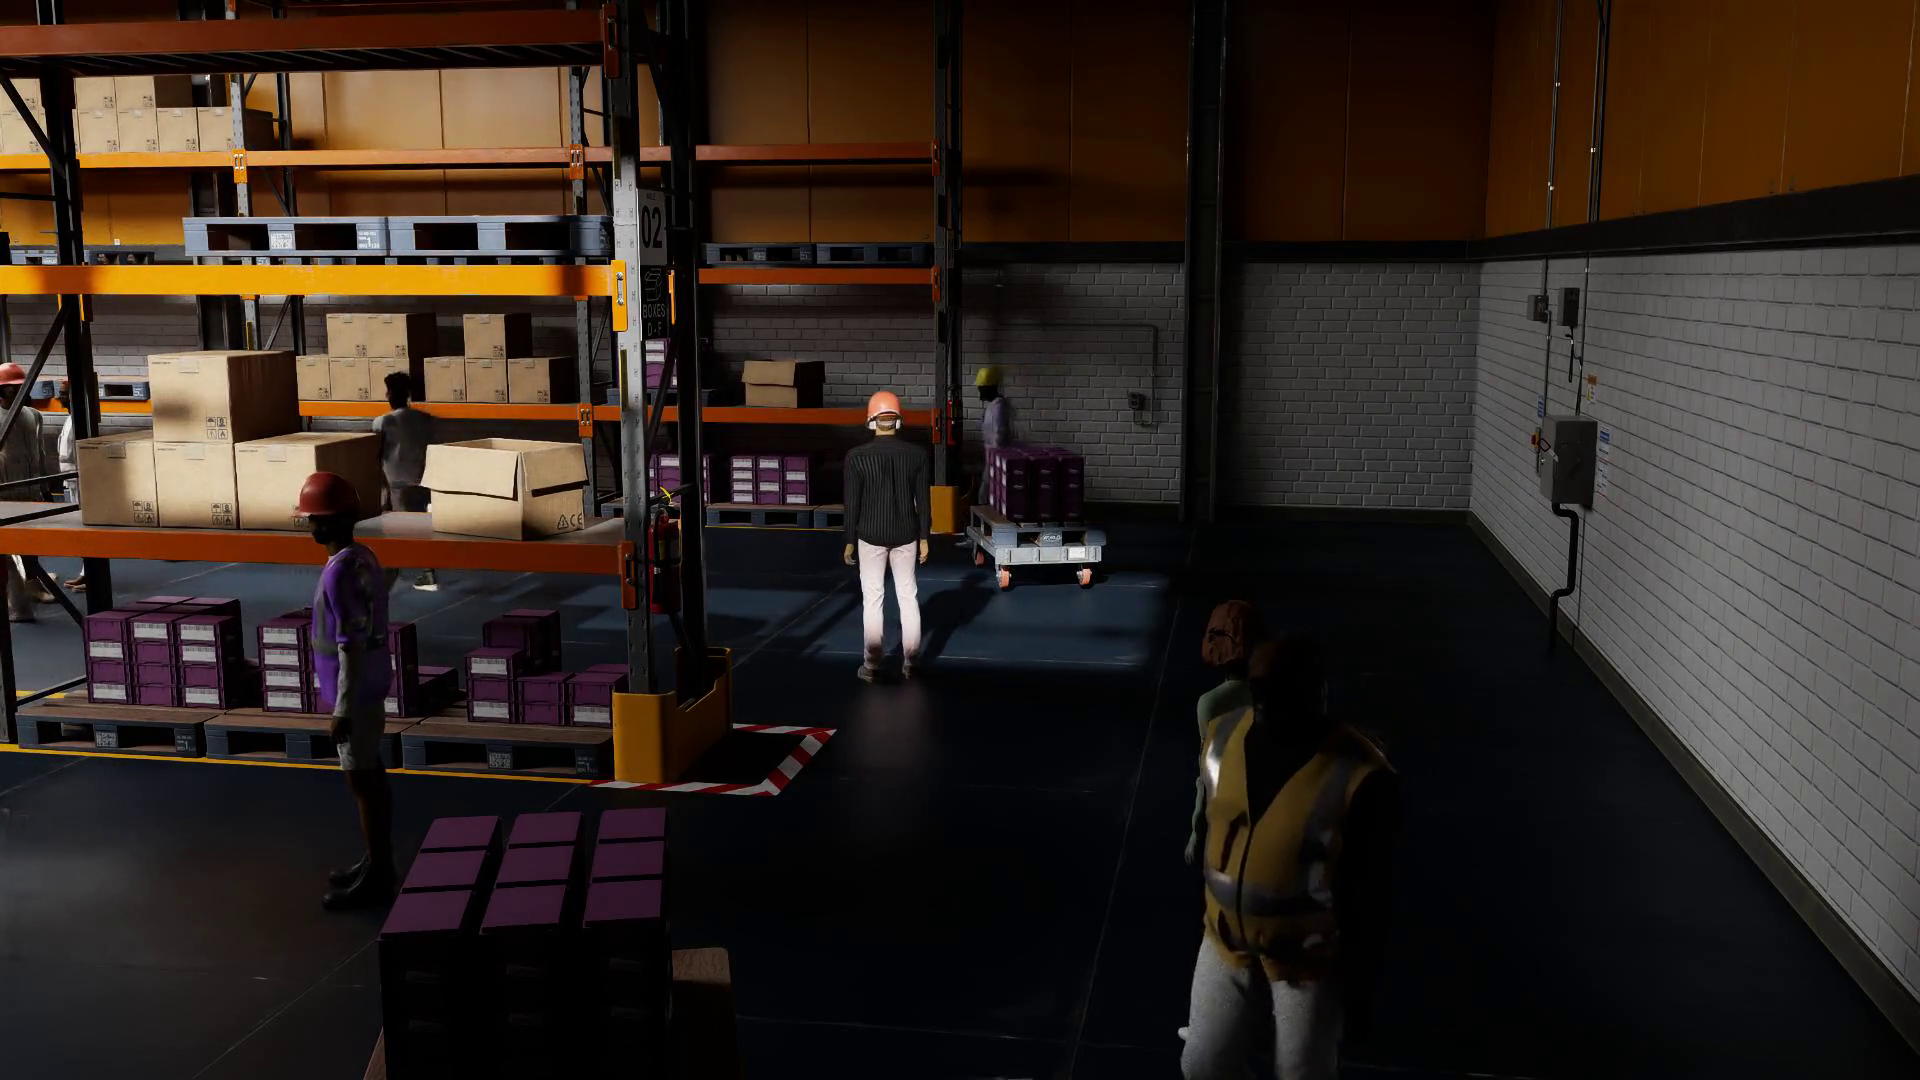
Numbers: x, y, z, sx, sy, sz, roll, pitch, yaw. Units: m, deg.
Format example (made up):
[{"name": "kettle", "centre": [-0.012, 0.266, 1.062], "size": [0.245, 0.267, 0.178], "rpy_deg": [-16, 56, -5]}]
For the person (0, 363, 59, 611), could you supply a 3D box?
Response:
[{"name": "person", "centre": [-7.823, -0.444, 13.819], "size": [0.365, 2.048, 0.608], "rpy_deg": [3, 10, 19]}]

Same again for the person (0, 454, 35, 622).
[{"name": "person", "centre": [-7.774, -0.124, 13.166], "size": [0.785, 1.601, 0.530], "rpy_deg": [-1, 9, -6]}]

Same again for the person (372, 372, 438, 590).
[{"name": "person", "centre": [-4.965, -0.529, 14.757], "size": [0.990, 1.910, 0.628], "rpy_deg": [6, 11, 34]}]

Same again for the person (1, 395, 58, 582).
[{"name": "person", "centre": [-8.474, -0.533, 15.007], "size": [0.624, 1.845, 0.430], "rpy_deg": [9, 13, 43]}]

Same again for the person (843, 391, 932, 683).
[{"name": "person", "centre": [-0.502, -0.023, 11.373], "size": [0.623, 1.989, 0.401], "rpy_deg": [-3, 10, -17]}]

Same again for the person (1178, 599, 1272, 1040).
[{"name": "person", "centre": [0.995, 1.022, 6.002], "size": [0.280, 1.633, 0.502], "rpy_deg": [8, 12, 42]}]

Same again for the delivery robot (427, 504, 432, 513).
[{"name": "delivery robot", "centre": [-5.102, -0.265, 17.038], "size": [0.707, 0.478, 0.477], "rpy_deg": [4, 10, 25]}]

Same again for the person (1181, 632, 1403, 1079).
[{"name": "person", "centre": [0.894, 1.145, 4.619], "size": [0.646, 1.827, 0.452], "rpy_deg": [9, 13, 43]}]

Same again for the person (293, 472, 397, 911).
[{"name": "person", "centre": [-2.694, 0.660, 7.319], "size": [0.375, 1.934, 0.547], "rpy_deg": [-2, 9, -11]}]

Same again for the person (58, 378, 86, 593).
[{"name": "person", "centre": [-7.692, -0.481, 14.553], "size": [0.346, 1.883, 0.584], "rpy_deg": [-7, 12, -38]}]

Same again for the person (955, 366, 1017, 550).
[{"name": "person", "centre": [0.422, -0.813, 16.669], "size": [0.928, 1.878, 0.590], "rpy_deg": [-2, 9, -14]}]

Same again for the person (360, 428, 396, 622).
[{"name": "person", "centre": [-4.416, -0.030, 12.525], "size": [0.388, 1.623, 0.536], "rpy_deg": [-1, 9, -9]}]
